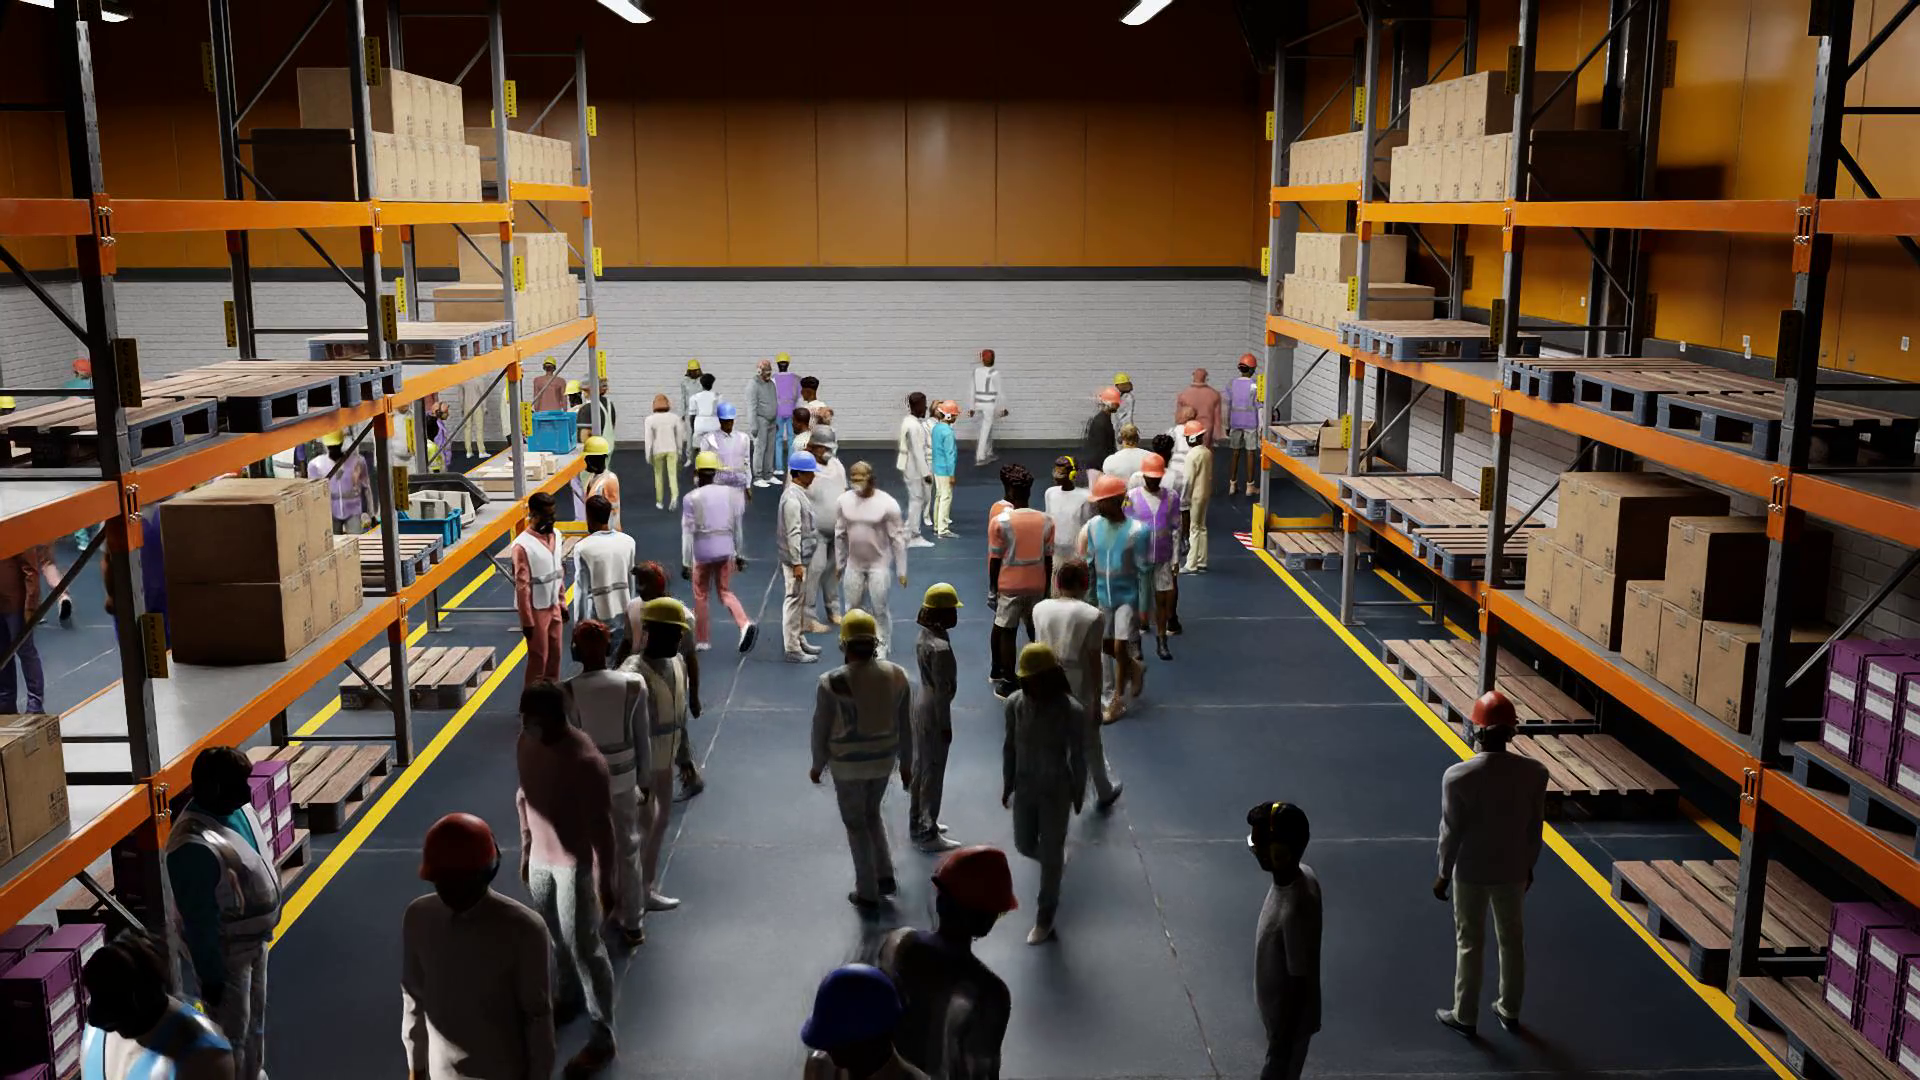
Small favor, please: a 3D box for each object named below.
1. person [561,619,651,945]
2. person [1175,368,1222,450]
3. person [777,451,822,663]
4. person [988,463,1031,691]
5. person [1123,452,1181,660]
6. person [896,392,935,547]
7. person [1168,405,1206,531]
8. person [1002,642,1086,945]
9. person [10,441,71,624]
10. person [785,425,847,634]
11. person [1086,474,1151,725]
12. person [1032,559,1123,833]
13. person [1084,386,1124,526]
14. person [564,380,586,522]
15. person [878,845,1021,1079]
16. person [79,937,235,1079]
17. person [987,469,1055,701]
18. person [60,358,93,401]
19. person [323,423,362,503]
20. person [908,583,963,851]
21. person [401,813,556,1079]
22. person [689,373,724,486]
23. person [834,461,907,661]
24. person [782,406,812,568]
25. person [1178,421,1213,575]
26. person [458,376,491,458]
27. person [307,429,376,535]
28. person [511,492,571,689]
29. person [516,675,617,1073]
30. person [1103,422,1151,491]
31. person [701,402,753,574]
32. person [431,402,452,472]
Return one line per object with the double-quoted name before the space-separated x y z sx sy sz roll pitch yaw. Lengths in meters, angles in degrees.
"person" -1.994 1.361 9.224 0.580 1.879 0.347 -5 12 -22
"person" 3.356 -1.515 23.652 0.632 1.869 0.807 -2 11 -8
"person" -1.459 0.151 15.141 0.415 1.940 0.605 0 11 1
"person" 0.432 0.309 14.269 0.361 1.963 0.613 -3 12 -15
"person" 1.745 0.152 15.167 0.549 1.927 0.393 -1 11 -6
"person" -0.540 -0.853 20.240 0.465 1.909 0.615 0 11 0
"person" 2.891 -0.902 21.217 0.513 1.625 0.359 5 12 22
"person" 0.508 1.384 9.494 0.487 1.713 0.639 5 13 25
"person" -9.158 -0.067 16.386 0.536 1.878 0.691 7 13 32
"person" -1.344 -0.139 16.327 0.541 2.000 0.697 8 14 36
"person" 1.316 0.446 13.502 0.631 2.012 0.786 9 14 38
"person" 0.771 1.019 11.164 0.594 1.786 0.941 8 14 34
"person" 1.828 -0.893 20.319 0.823 1.960 0.613 3 12 16
"person" -4.913 -1.104 21.493 0.399 1.912 0.597 4 12 21
"person" -0.084 2.003 5.785 0.700 1.975 1.019 10 15 41
"person" -2.611 2.153 5.376 0.641 1.822 0.577 5 12 25
"person" 0.510 0.381 13.948 0.598 1.958 0.378 -5 12 -25
"person" -12.815 -1.669 24.242 0.683 1.959 0.769 0 11 2
"person" -8.316 -1.185 22.341 0.485 1.737 0.321 -11 16 -44
"person" -0.148 1.129 10.757 0.346 1.735 0.484 -3 12 -13
"person" -1.770 1.934 6.086 0.613 1.984 0.409 4 12 18
"person" -3.779 -1.661 24.928 0.552 1.643 0.649 1 11 5
"person" -0.767 0.231 14.813 0.733 1.917 0.524 4 12 20
"person" -1.766 -0.567 18.826 0.580 1.901 0.604 4 12 18
"person" 2.642 -0.478 18.796 0.355 1.737 0.576 7 13 32
"person" -8.057 -2.173 27.554 0.499 1.633 0.279 3 12 14
"person" -6.420 -0.251 17.280 0.638 1.880 0.910 -4 12 -19
"person" -3.331 0.553 13.206 0.386 1.906 0.601 4 12 17
"person" -1.940 1.568 8.112 0.656 1.928 0.432 10 15 41
"person" 1.740 -0.246 17.135 0.627 1.935 0.371 -4 12 -19
"person" -2.636 -0.593 18.834 0.604 1.949 0.389 -6 13 -29
"person" -6.735 -0.979 21.575 0.313 1.630 0.528 -4 12 -19
